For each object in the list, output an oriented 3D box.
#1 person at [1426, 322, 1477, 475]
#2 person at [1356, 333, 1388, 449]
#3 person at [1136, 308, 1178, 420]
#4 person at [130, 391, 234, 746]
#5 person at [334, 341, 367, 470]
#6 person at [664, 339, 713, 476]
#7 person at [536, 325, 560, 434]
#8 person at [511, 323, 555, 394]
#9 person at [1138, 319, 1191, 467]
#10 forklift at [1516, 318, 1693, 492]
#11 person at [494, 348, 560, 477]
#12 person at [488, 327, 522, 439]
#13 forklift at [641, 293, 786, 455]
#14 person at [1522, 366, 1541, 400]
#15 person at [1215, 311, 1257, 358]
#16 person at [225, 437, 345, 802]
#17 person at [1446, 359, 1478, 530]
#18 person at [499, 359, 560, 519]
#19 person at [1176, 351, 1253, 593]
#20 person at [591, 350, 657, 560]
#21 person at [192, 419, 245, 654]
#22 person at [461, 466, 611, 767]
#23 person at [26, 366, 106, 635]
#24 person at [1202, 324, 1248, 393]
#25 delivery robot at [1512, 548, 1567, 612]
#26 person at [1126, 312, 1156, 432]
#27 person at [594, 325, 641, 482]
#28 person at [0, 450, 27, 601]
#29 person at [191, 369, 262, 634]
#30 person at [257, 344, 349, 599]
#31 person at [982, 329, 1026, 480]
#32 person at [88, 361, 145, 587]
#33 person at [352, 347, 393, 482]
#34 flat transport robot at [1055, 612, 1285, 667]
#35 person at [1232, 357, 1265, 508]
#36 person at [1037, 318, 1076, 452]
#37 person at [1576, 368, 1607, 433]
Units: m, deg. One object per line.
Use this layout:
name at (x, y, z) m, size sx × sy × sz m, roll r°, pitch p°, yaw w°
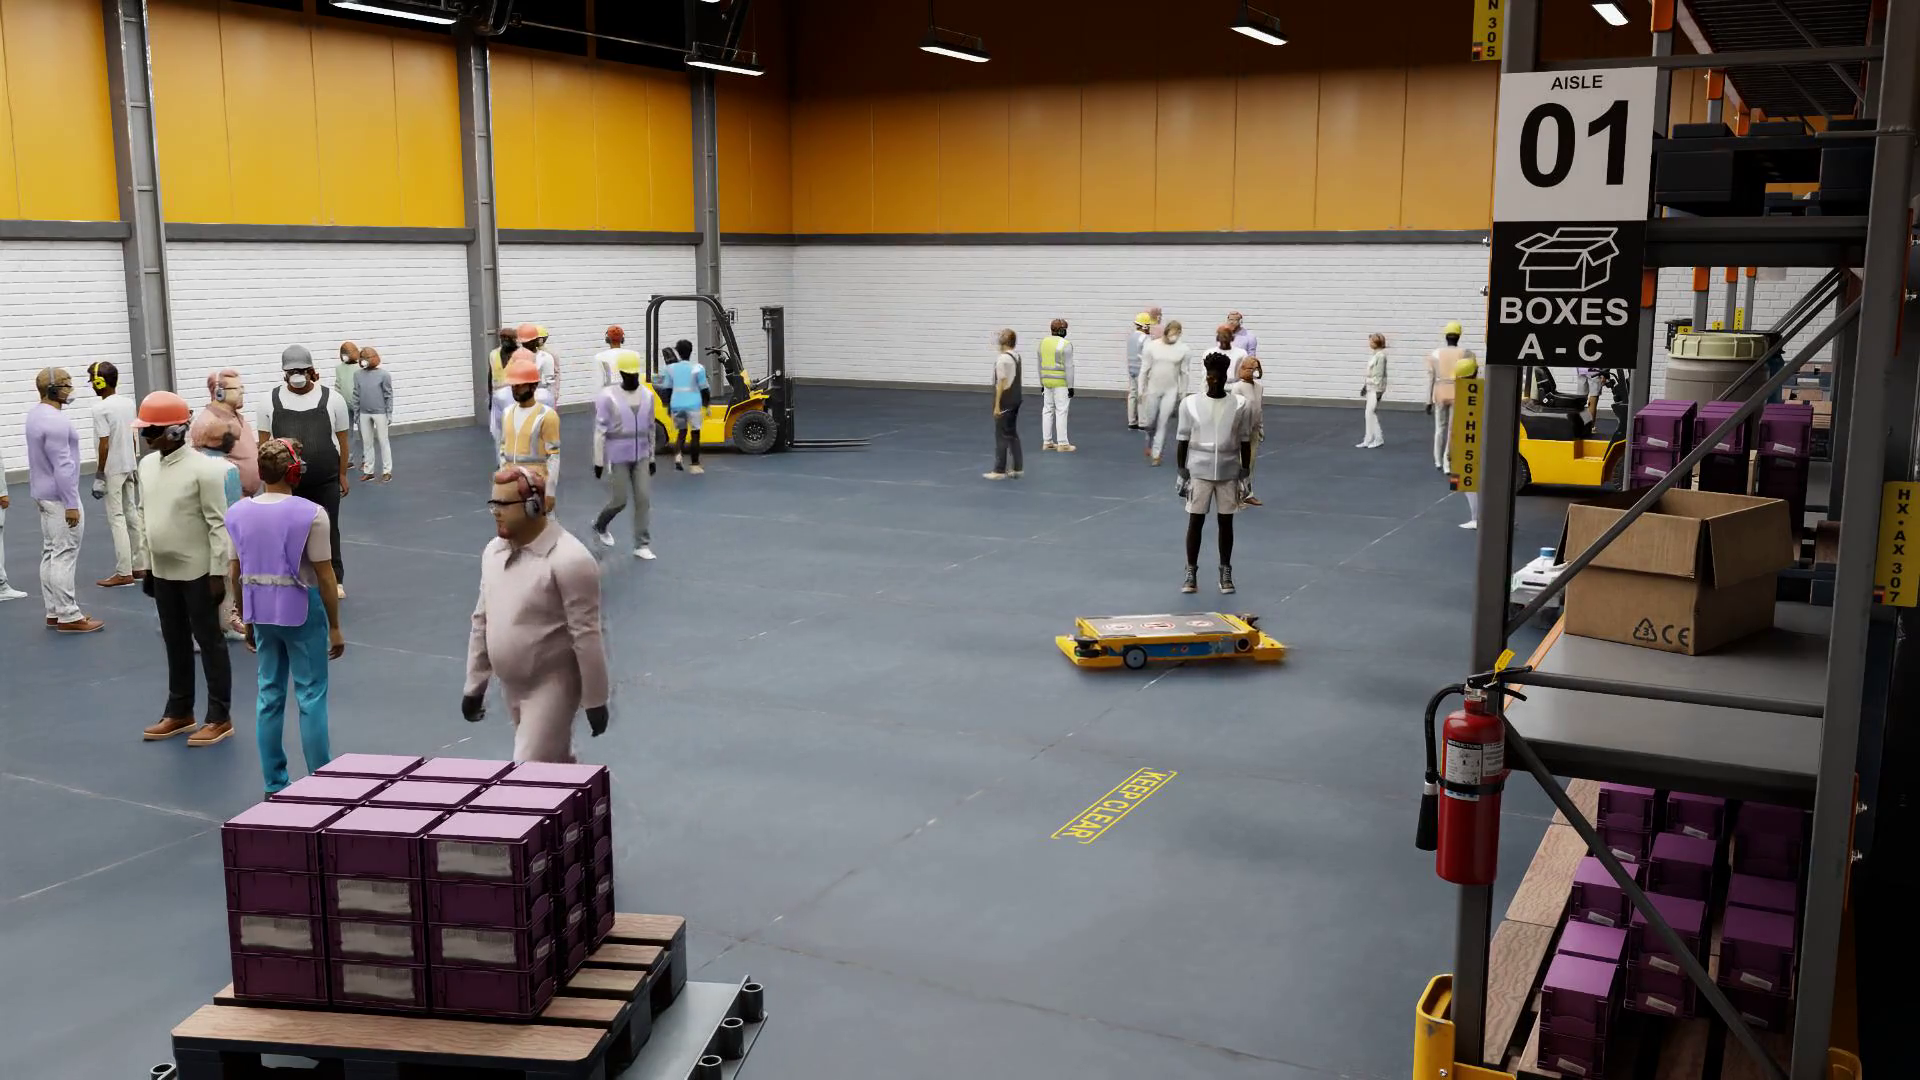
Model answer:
person at (6.164, -1.783, 20.856) m, size 0.596 × 1.886 × 0.940 m, roll 4°, pitch 11°, yaw 22°
person at (5.808, -2.092, 23.368) m, size 0.376 × 1.635 × 0.538 m, roll 1°, pitch 10°, yaw 3°
person at (3.177, -2.910, 27.491) m, size 0.652 × 1.852 × 1.020 m, roll 10°, pitch 14°, yaw 44°
person at (-4.347, 0.160, 9.293) m, size 0.613 × 1.991 × 0.392 m, roll 5°, pitch 11°, yaw 25°
person at (-7.692, -1.697, 21.074) m, size 0.498 × 1.633 × 0.280 m, roll 2°, pitch 10°, yaw 14°
person at (-3.355, -1.640, 20.577) m, size 0.573 × 1.682 × 0.377 m, roll 3°, pitch 10°, yaw 15°
person at (-5.685, -2.028, 22.616) m, size 0.533 × 1.765 × 0.319 m, roll 4°, pitch 11°, yaw 21°
person at (-5.044, -1.587, 19.589) m, size 0.542 × 1.928 × 0.377 m, roll 2°, pitch 10°, yaw 12°
person at (2.647, -1.921, 21.601) m, size 0.683 × 1.898 × 0.689 m, roll 1°, pitch 10°, yaw 3°
forklift at (7.066, -1.601, 18.899) m, size 2.313 × 2.155 × 1.214 m, roll 5°, pitch 11°, yaw 27°
person at (-3.818, -0.731, 14.670) m, size 0.551 × 1.919 × 0.483 m, roll 0°, pitch 10°, yaw 1°
person at (-5.580, -1.725, 20.663) m, size 0.650 × 1.832 × 0.447 m, roll 2°, pitch 10°, yaw 13°
forklift at (-3.588, -2.317, 23.042) m, size 2.313 × 2.155 × 1.214 m, roll -1°, pitch 10°, yaw -5°
person at (7.275, -1.832, 21.299) m, size 0.404 × 1.828 × 0.591 m, roll -1°, pitch 10°, yaw -6°
person at (3.988, -2.392, 24.310) m, size 0.642 × 1.909 × 0.408 m, roll 5°, pitch 11°, yaw 25°
person at (-3.325, 0.417, 8.223) m, size 0.564 × 1.846 × 0.390 m, roll 2°, pitch 10°, yaw 12°
person at (5.085, -0.942, 16.480) m, size 0.613 × 1.707 × 0.339 m, roll -5°, pitch 11°, yaw -25°
person at (-3.319, -0.417, 12.779) m, size 0.545 × 1.941 × 0.351 m, roll 5°, pitch 11°, yaw 26°
person at (2.050, -0.542, 13.429) m, size 0.614 × 1.962 × 0.366 m, roll 1°, pitch 10°, yaw 4°
person at (-3.039, -0.780, 15.004) m, size 0.618 × 1.899 × 0.689 m, roll -9°, pitch 13°, yaw -41°
person at (-5.093, -0.031, 11.463) m, size 0.532 × 1.608 × 0.580 m, roll 8°, pitch 13°, yaw 38°
person at (-1.852, 0.632, 6.924) m, size 0.670 × 1.862 × 0.946 m, roll 9°, pitch 13°, yaw 41°
person at (-6.502, -0.285, 12.019) m, size 0.355 × 1.938 × 0.637 m, roll -9°, pitch 13°, yaw -41°
person at (3.305, -1.757, 20.767) m, size 0.580 × 1.868 × 0.573 m, roll 2°, pitch 10°, yaw 9°
delivery robot at (4.360, 0.301, 12.359) m, size 0.477 × 0.478 × 0.707 m, roll 6°, pitch 12°, yaw 32°
person at (2.790, -2.581, 25.617) m, size 0.404 × 1.833 × 0.592 m, roll -5°, pitch 11°, yaw -28°
person at (-4.101, -1.629, 19.963) m, size 0.572 × 1.883 × 0.354 m, roll -5°, pitch 11°, yaw -26°
person at (-7.727, -0.382, 13.173) m, size 0.484 × 1.736 × 0.310 m, roll 3°, pitch 10°, yaw 19°
person at (-5.268, -0.280, 12.075) m, size 0.410 × 1.913 × 0.642 m, roll -1°, pitch 10°, yaw -4°
person at (-5.158, -0.524, 13.106) m, size 0.685 × 2.000 × 0.538 m, roll -4°, pitch 10°, yaw -19°
person at (0.573, -1.632, 20.159) m, size 0.498 × 1.821 × 0.574 m, roll 5°, pitch 11°, yaw 27°
person at (-6.984, -0.541, 13.736) m, size 0.329 × 1.861 × 0.508 m, roll 1°, pitch 10°, yaw 5°
person at (-7.042, -1.502, 19.949) m, size 0.507 × 1.631 × 0.275 m, roll 2°, pitch 10°, yaw 11°
flat transport robot at (1.419, 0.669, 11.321) m, size 1.431 × 0.197 × 0.652 m, roll -2°, pitch 10°, yaw -10°
person at (3.117, -1.165, 17.999) m, size 0.506 × 1.633 × 0.279 m, roll -9°, pitch 14°, yaw -44°
person at (1.362, -2.150, 23.098) m, size 0.429 × 1.842 × 0.636 m, roll -9°, pitch 13°, yaw -41°
person at (9.256, -2.462, 24.327) m, size 0.380 × 2.041 × 0.612 m, roll -4°, pitch 10°, yaw -20°
